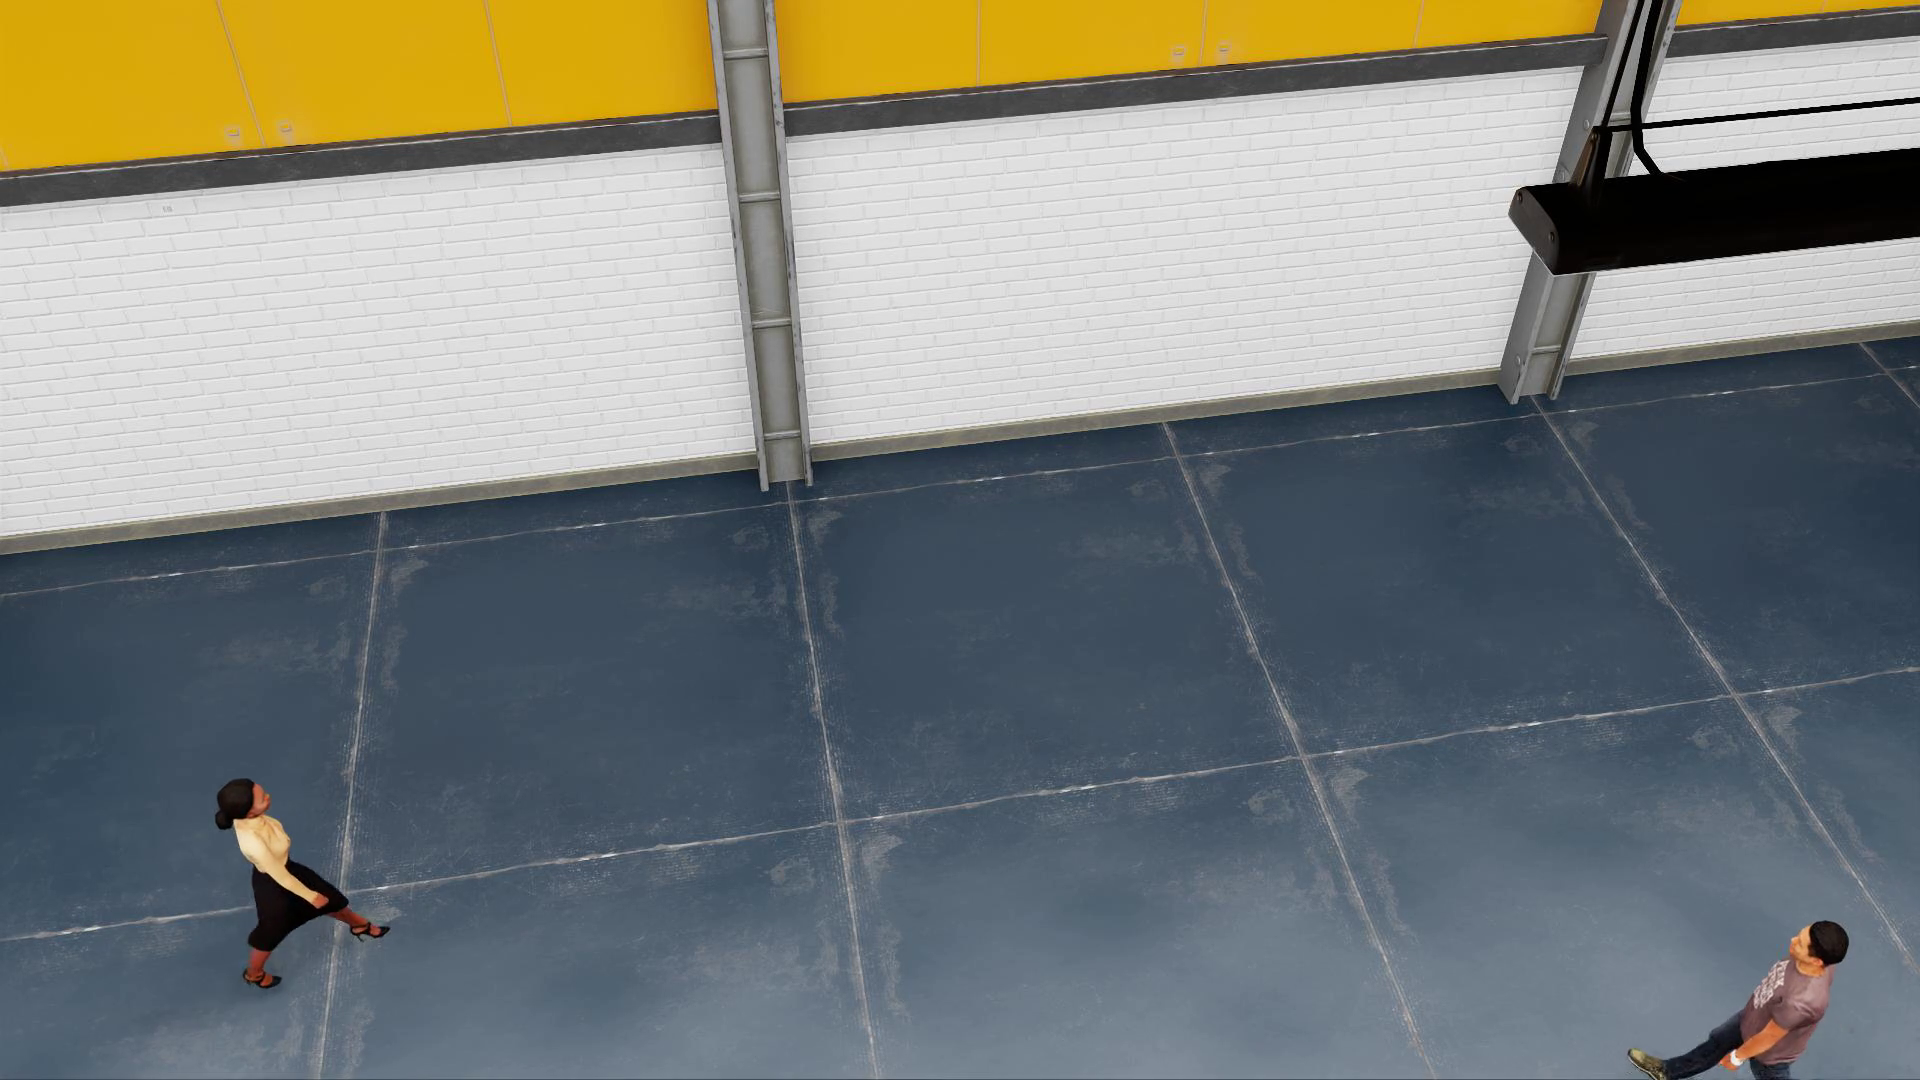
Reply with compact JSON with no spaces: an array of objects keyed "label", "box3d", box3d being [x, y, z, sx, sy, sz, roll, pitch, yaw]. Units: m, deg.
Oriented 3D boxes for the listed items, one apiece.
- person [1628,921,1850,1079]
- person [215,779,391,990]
[{"label":"person","box3d":[4.132,2.507,8.273,1.198,1.730,1.071,20,47,20]},{"label":"person","box3d":[-3.757,1.917,8.984,1.082,1.604,0.725,-17,46,-17]}]
